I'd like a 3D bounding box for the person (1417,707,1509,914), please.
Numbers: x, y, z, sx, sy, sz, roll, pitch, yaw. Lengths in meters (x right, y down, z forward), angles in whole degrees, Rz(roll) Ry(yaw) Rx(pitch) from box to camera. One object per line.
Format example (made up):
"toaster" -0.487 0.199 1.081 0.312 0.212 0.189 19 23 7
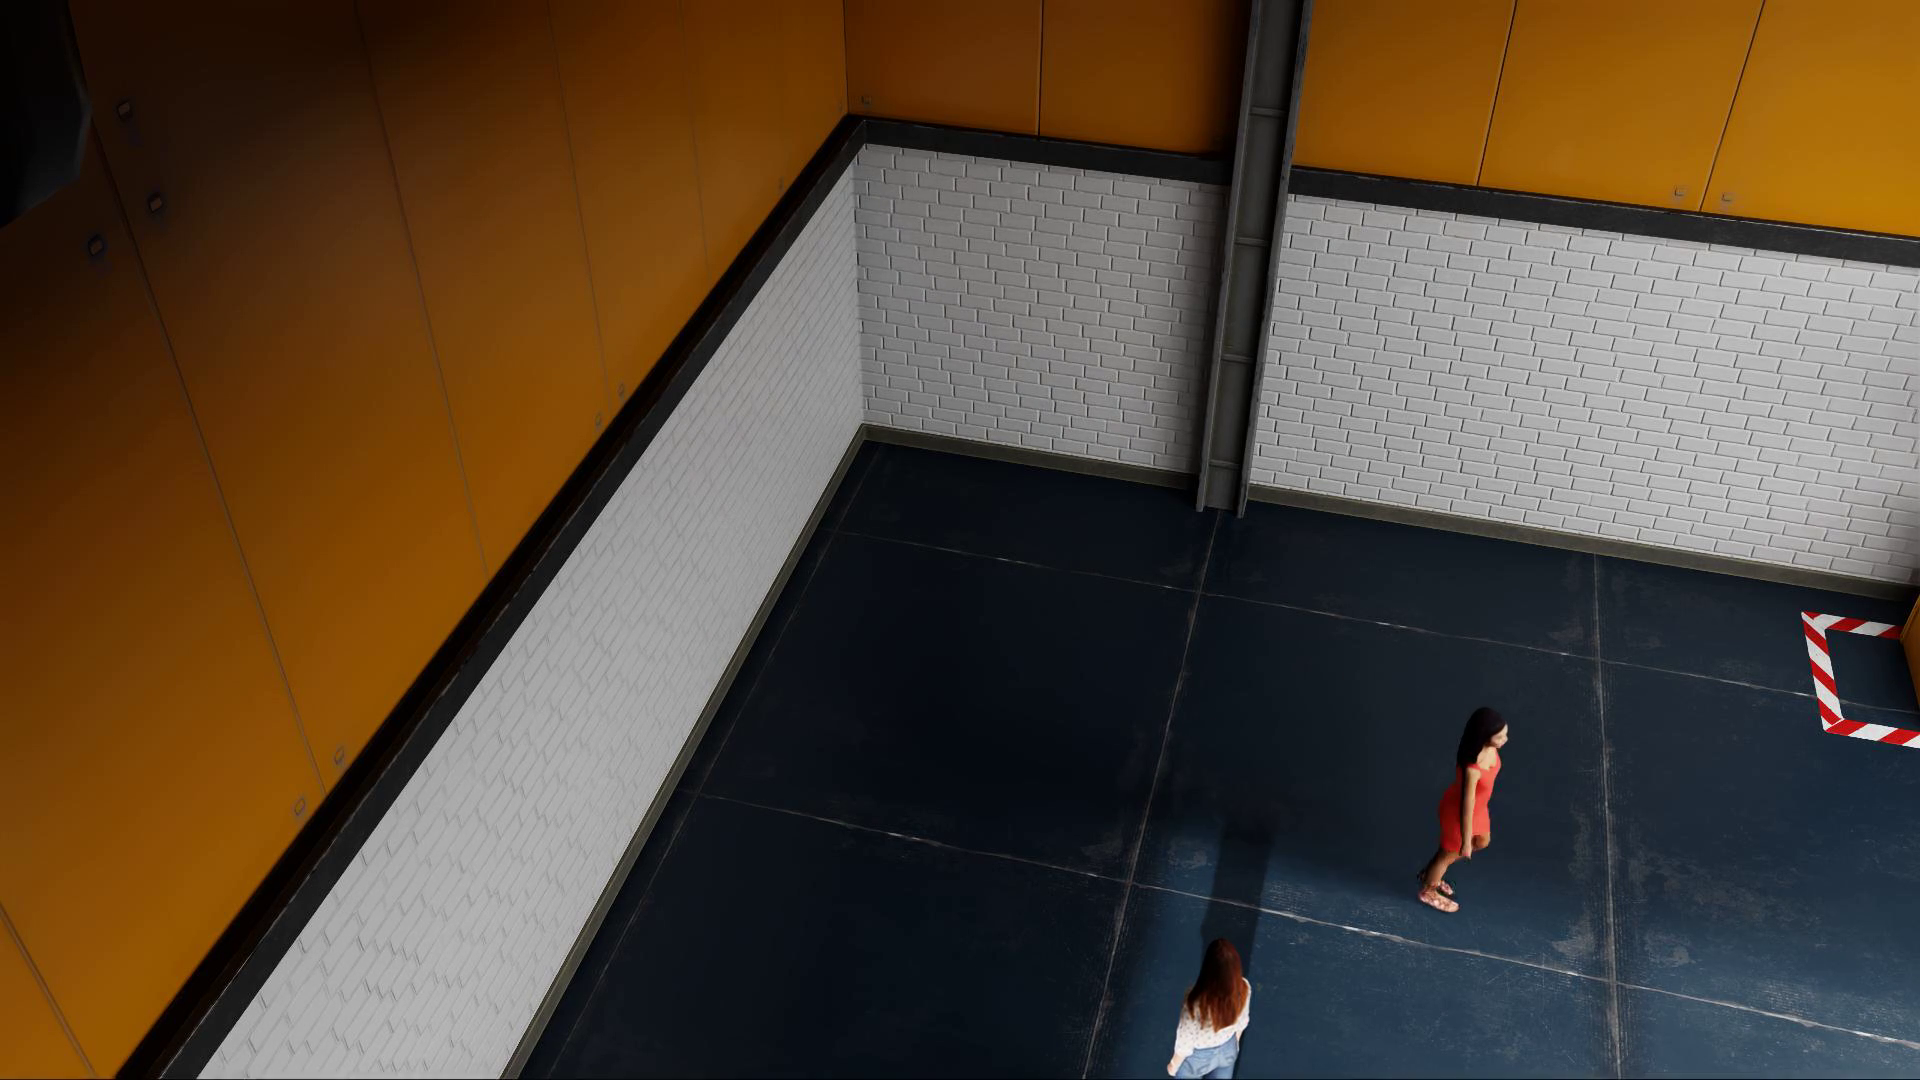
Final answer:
"person" 2.975 1.633 10.123 0.624 1.707 0.640 15 41 18

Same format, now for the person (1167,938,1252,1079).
"person" 1.308 2.697 8.774 0.619 1.728 0.712 -14 41 -17
